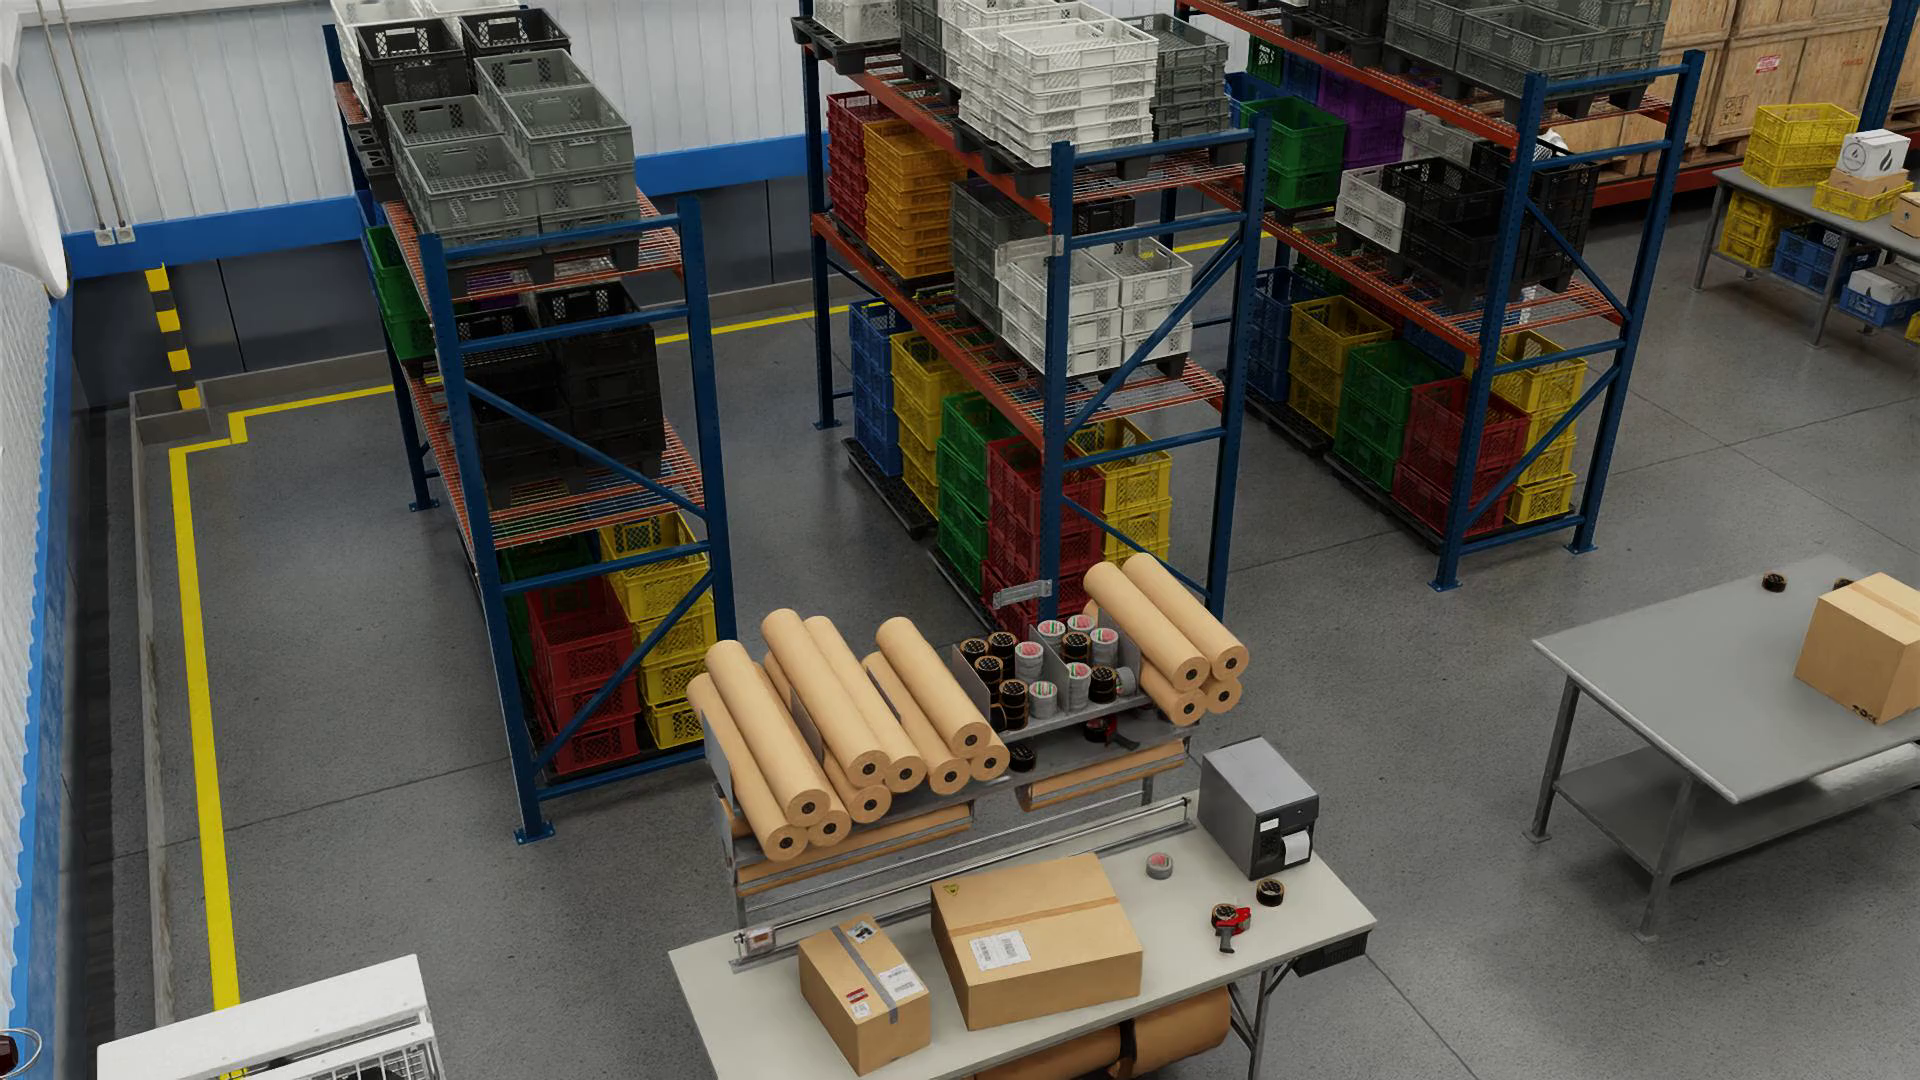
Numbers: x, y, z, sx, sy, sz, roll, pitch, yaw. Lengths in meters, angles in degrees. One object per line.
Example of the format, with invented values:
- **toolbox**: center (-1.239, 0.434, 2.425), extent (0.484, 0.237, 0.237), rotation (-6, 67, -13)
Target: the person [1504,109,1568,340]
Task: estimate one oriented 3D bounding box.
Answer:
- **person**: center (4.180, -2.412, 12.348), extent (0.341, 1.881, 0.584), rotation (-10, 33, -15)
